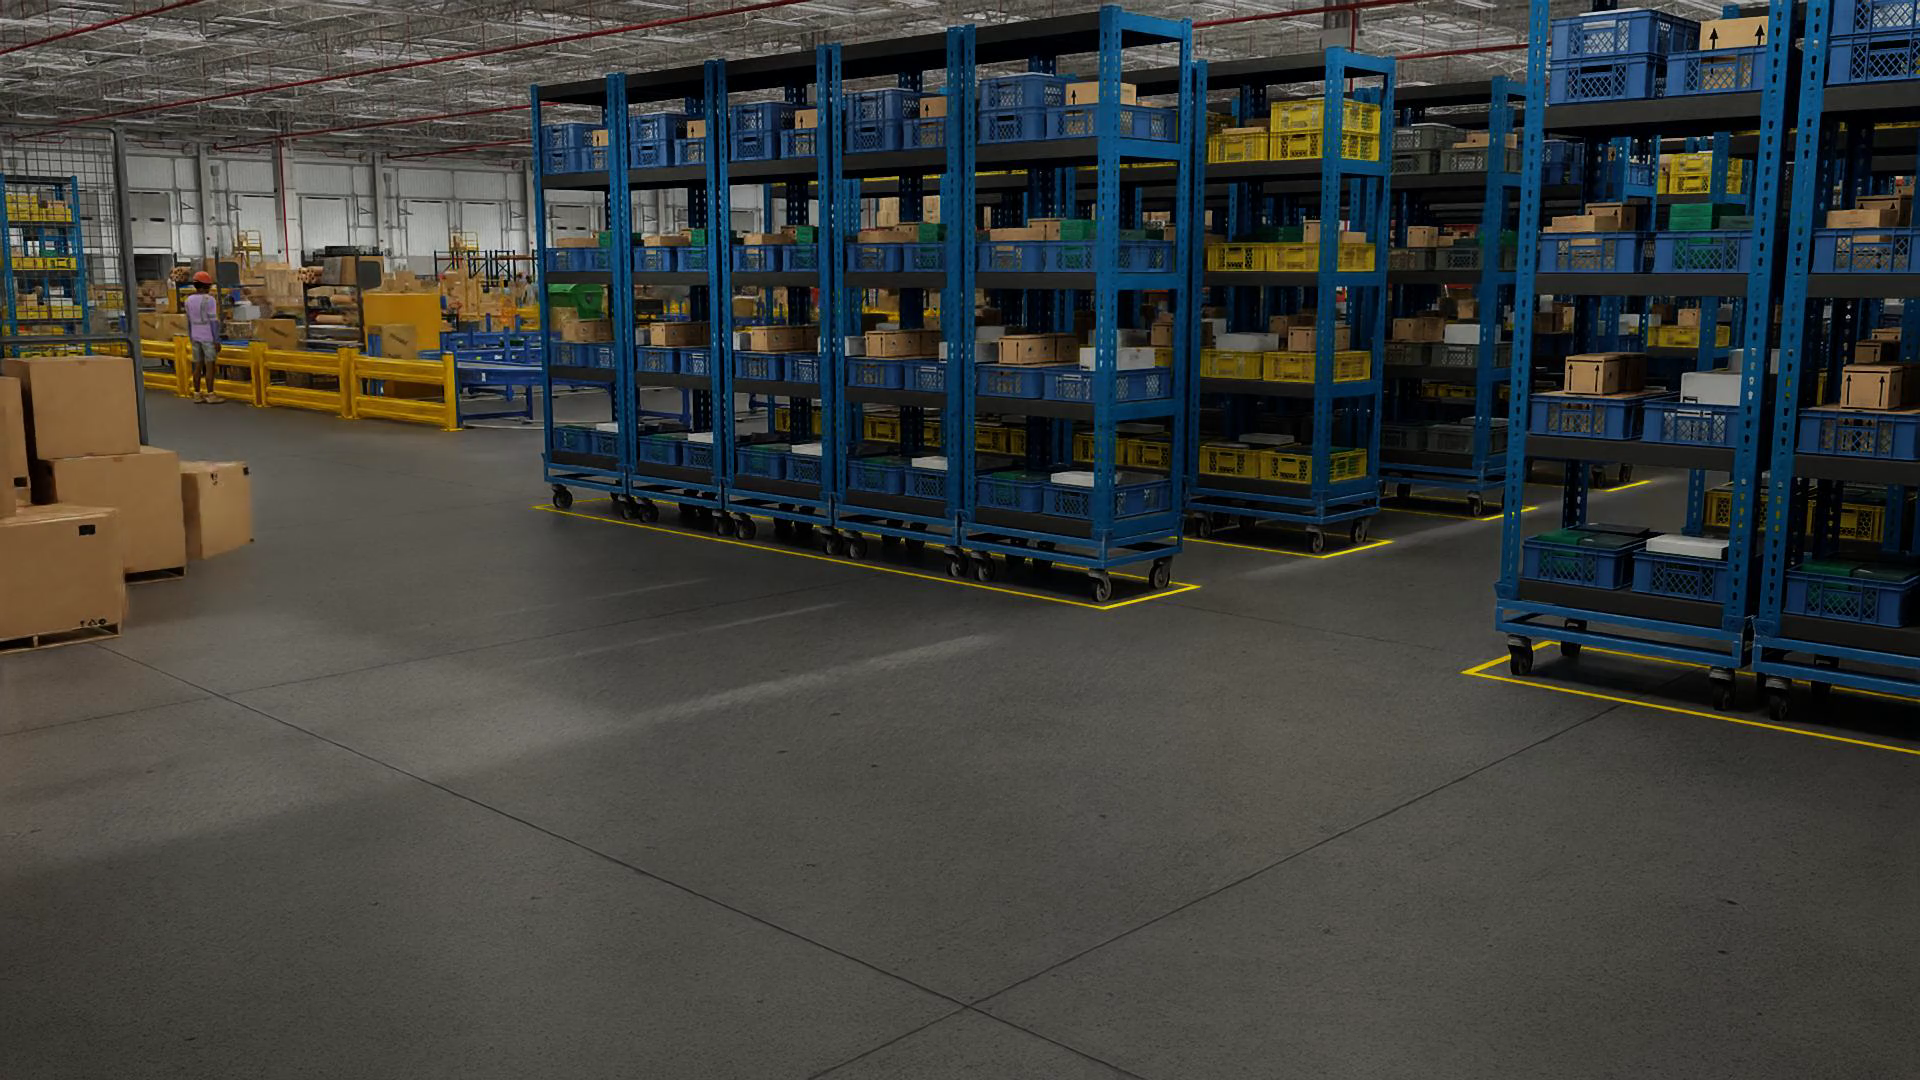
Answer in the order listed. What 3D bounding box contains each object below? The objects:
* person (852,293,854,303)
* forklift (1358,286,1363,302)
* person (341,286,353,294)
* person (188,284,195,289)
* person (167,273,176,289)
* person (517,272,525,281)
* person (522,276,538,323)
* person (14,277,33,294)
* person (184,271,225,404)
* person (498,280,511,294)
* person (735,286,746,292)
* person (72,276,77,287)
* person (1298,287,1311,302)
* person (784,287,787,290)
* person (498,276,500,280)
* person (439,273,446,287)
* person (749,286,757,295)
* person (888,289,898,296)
[{"bbox_3d":[-3.948,-8.541,60.212,0.780,1.605,0.500,7,11,36],"label":"person"},{"bbox_3d":[11.100,-7.017,46.970,1.873,2.768,1.129,9,13,43],"label":"forklift"},{"bbox_3d":[-23.440,-9.230,63.543,0.630,1.889,0.442,6,11,32],"label":"person"},{"bbox_3d":[-26.950,-8.388,58.508,0.505,1.861,0.319,5,11,30],"label":"person"},{"bbox_3d":[-32.716,-10.158,69.111,0.349,1.935,0.635,-1,9,-7],"label":"person"},{"bbox_3d":[-25.185,-14.378,95.170,0.552,1.868,1.042,6,11,33],"label":"person"},{"bbox_3d":[-16.004,-8.913,61.885,0.499,1.809,1.013,9,13,44],"label":"person"},{"bbox_3d":[-29.847,-7.540,53.107,0.542,1.928,0.399,-8,12,-42],"label":"person"},{"bbox_3d":[-11.566,-3.089,25.497,0.603,2.035,0.403,5,10,27],"label":"person"},{"bbox_3d":[-15.970,-8.285,58.395,0.536,1.693,0.319,5,11,29],"label":"person"},{"bbox_3d":[-8.387,-9.132,62.505,0.683,2.000,0.538,-1,9,-7],"label":"person"},{"bbox_3d":[-33.913,-9.235,63.778,0.523,1.827,0.424,4,10,23],"label":"person"},{"bbox_3d":[4.862,-2.692,23.716,0.559,1.811,0.613,-8,12,-41],"label":"person"},{"bbox_3d":[-6.411,-8.843,61.670,0.478,1.729,0.633,2,9,13],"label":"person"},{"bbox_3d":[-25.809,-13.933,93.121,0.548,1.645,0.862,2,10,13],"label":"person"},{"bbox_3d":[-18.993,-8.818,60.980,0.796,1.916,0.548,-3,10,-17],"label":"person"},{"bbox_3d":[-7.685,-8.914,62.066,0.572,1.739,0.481,9,13,44],"label":"person"},{"bbox_3d":[-2.376,-8.651,59.695,0.377,1.995,0.608,4,10,22],"label":"person"}]
